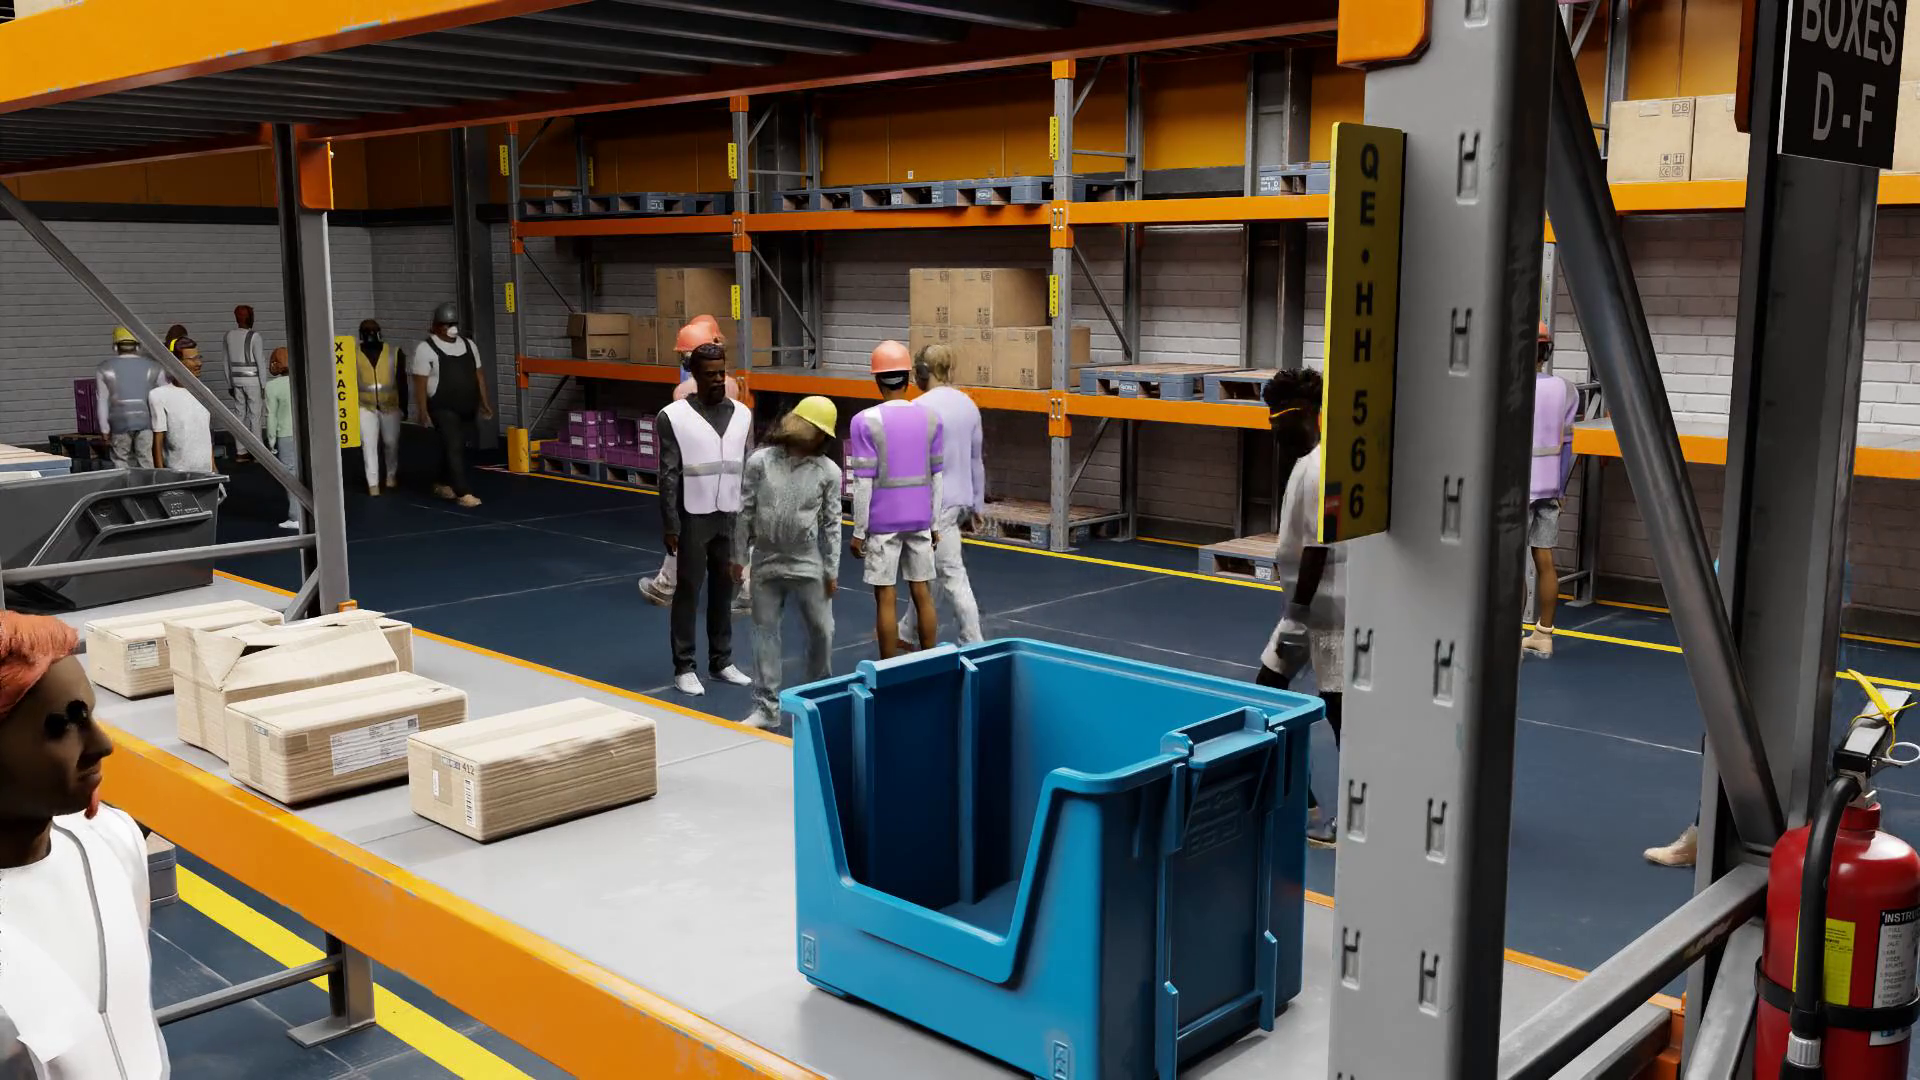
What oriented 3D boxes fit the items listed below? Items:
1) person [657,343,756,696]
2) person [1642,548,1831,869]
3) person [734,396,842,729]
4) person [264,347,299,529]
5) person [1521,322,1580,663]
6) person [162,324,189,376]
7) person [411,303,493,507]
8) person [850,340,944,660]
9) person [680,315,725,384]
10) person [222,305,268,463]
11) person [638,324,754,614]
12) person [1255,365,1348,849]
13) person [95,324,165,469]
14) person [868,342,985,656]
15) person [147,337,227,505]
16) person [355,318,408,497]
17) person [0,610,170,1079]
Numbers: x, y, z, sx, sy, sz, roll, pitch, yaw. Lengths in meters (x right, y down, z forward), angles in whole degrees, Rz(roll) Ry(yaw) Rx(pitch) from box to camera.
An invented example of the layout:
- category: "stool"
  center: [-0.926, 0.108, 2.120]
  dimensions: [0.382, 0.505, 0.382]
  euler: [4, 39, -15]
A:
- category: "person"
  center: [-1.392, -0.122, 9.136]
  dimensions: [0.597, 1.916, 0.372]
  euler: [-9, 13, -44]
- category: "person"
  center: [3.100, 0.459, 6.321]
  dimensions: [0.798, 1.670, 0.530]
  euler: [2, 9, 11]
- category: "person"
  center: [-0.878, 0.132, 8.267]
  dimensions: [0.646, 1.705, 0.326]
  euler: [-1, 9, -4]
- category: "person"
  center: [-5.974, -0.909, 14.881]
  dimensions: [0.313, 1.623, 0.496]
  euler: [7, 11, 35]
- category: "person"
  center: [3.324, -0.290, 9.818]
  dimensions: [0.605, 2.033, 0.392]
  euler: [-4, 10, -25]
- category: "person"
  center: [-9.664, -1.856, 20.639]
  dimensions: [0.505, 1.633, 0.293]
  euler: [4, 10, 23]
- category: "person"
  center: [-5.048, -1.382, 16.484]
  dimensions: [0.999, 2.000, 0.686]
  euler: [7, 11, 36]
- category: "person"
  center: [-0.353, -0.100, 8.952]
  dimensions: [0.547, 1.934, 0.376]
  euler: [-5, 11, -29]
- category: "person"
  center: [-2.114, -0.893, 13.801]
  dimensions: [0.359, 1.936, 0.552]
  euler: [-5, 11, -29]
- category: "person"
  center: [-8.530, -1.864, 19.918]
  dimensions: [0.587, 1.882, 0.341]
  euler: [3, 10, 19]
- category: "person"
  center: [-1.733, -0.476, 11.239]
  dimensions: [1.009, 1.940, 0.624]
  euler: [7, 12, 37]
- category: "person"
  center: [1.404, 0.265, 6.741]
  dimensions: [0.633, 1.926, 0.598]
  euler: [0, 9, 0]
- category: "person"
  center: [-7.630, -1.078, 15.336]
  dimensions: [0.606, 1.811, 0.677]
  euler: [-6, 11, -31]
- category: "person"
  center: [-0.216, -0.185, 9.601]
  dimensions: [0.960, 1.892, 0.631]
  euler: [5, 11, 30]
- category: "person"
  center: [-5.060, -0.395, 10.938]
  dimensions: [0.316, 1.875, 0.531]
  euler: [4, 10, 21]
- category: "person"
  center: [-6.033, -1.389, 17.221]
  dimensions: [0.618, 1.818, 0.870]
  euler: [-3, 10, -20]
- category: "person"
  center: [-1.228, 1.022, 2.234]
  dimensions: [0.349, 1.881, 0.584]
  euler: [1, 9, 5]
